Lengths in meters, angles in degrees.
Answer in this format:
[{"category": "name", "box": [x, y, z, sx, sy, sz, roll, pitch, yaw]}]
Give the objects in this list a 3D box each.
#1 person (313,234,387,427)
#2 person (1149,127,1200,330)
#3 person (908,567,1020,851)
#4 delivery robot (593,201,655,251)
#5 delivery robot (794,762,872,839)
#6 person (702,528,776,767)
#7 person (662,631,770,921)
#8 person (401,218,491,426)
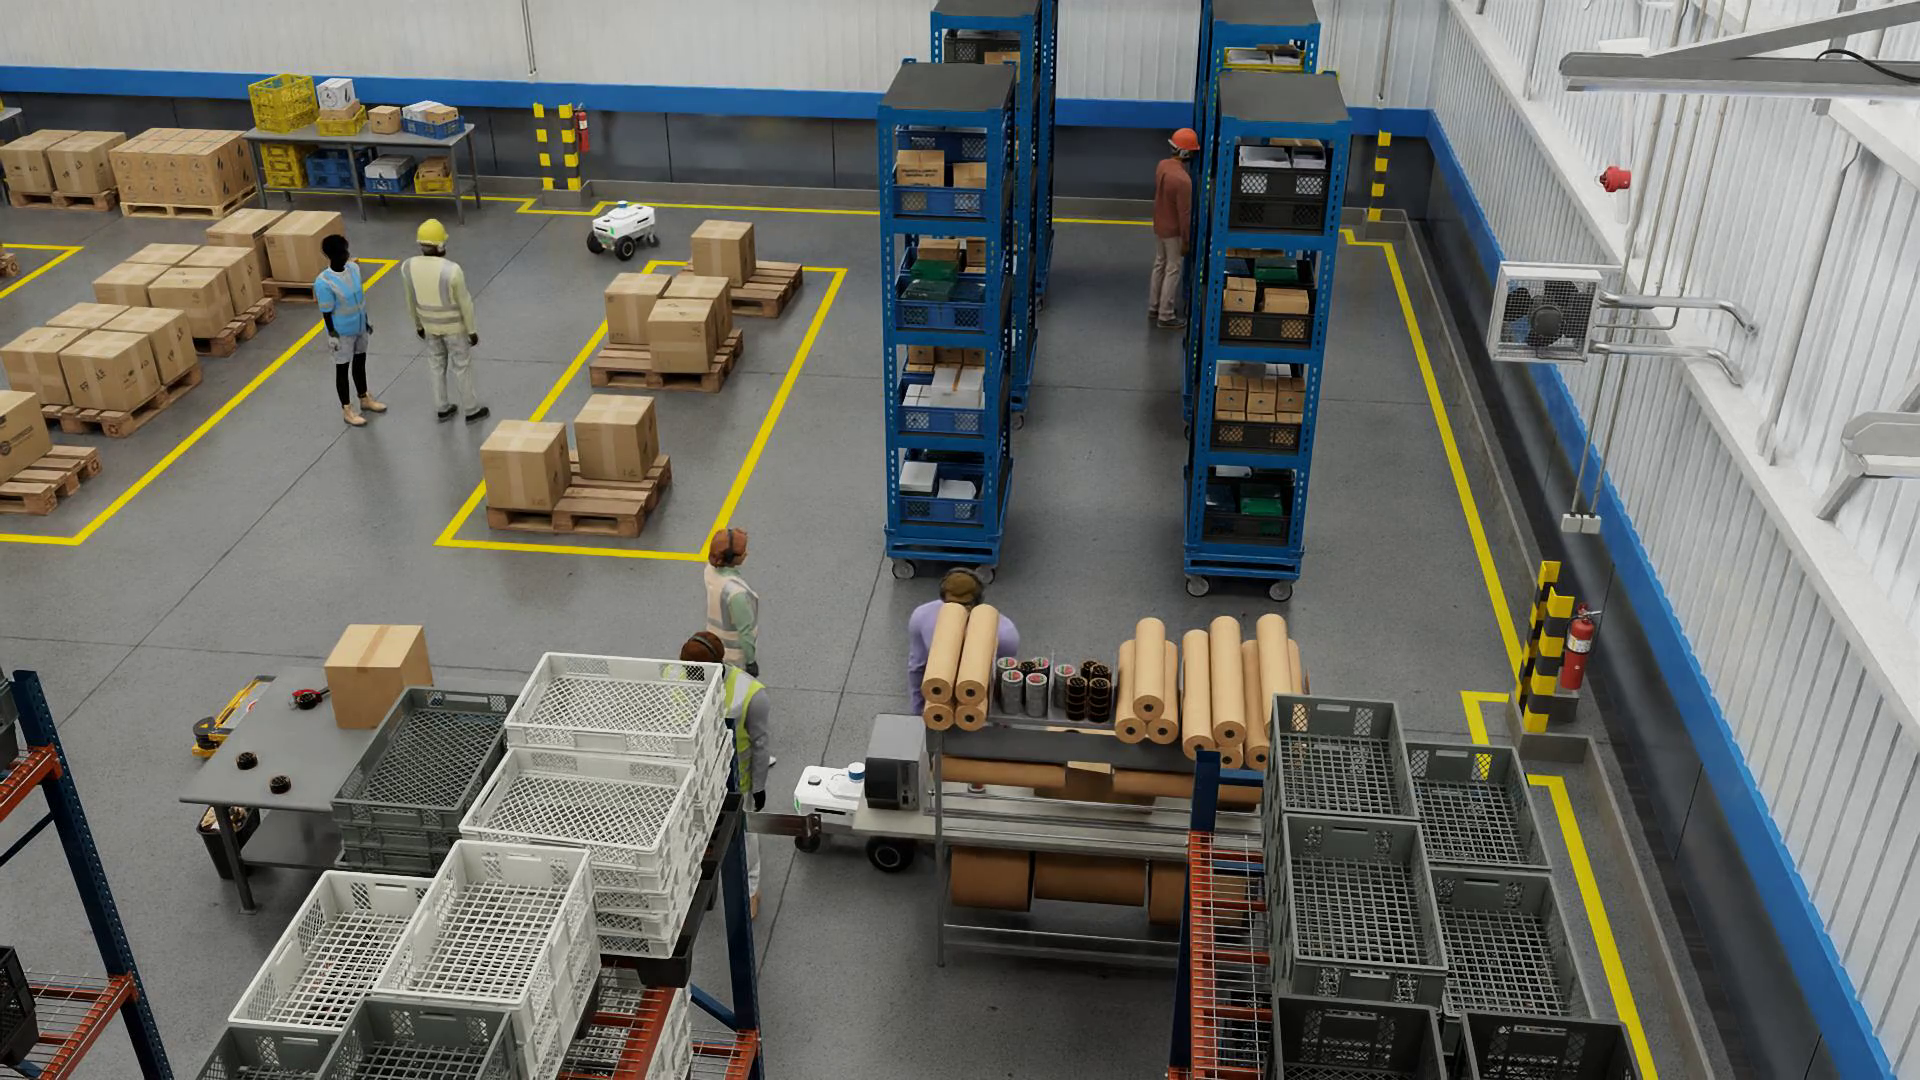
[{"category": "person", "box": [-5.294, -1.834, 14.389, 0.322, 1.694, 0.536, 10, 32, 17]}, {"category": "person", "box": [2.082, -3.023, 16.153, 0.412, 1.983, 0.619, -10, 32, -17]}, {"category": "person", "box": [0.017, 0.962, 9.360, 0.630, 1.931, 0.369, 9, 31, 16]}, {"category": "delivery robot", "box": [-3.686, -3.478, 18.250, 0.477, 0.478, 0.707, 18, 35, 28]}, {"category": "delivery robot", "box": [-0.595, 1.514, 9.675, 0.707, 0.478, 0.477, 6, 31, 10]}, {"category": "person", "box": [-1.380, 0.661, 10.160, 0.311, 1.639, 0.513, -17, 34, -27]}, {"category": "person", "box": [-1.319, 1.271, 8.920, 0.621, 1.837, 0.429, 8, 31, 14]}, {"category": "person", "box": [-4.425, -1.868, 14.317, 0.600, 1.827, 0.404, 9, 31, 15]}]
